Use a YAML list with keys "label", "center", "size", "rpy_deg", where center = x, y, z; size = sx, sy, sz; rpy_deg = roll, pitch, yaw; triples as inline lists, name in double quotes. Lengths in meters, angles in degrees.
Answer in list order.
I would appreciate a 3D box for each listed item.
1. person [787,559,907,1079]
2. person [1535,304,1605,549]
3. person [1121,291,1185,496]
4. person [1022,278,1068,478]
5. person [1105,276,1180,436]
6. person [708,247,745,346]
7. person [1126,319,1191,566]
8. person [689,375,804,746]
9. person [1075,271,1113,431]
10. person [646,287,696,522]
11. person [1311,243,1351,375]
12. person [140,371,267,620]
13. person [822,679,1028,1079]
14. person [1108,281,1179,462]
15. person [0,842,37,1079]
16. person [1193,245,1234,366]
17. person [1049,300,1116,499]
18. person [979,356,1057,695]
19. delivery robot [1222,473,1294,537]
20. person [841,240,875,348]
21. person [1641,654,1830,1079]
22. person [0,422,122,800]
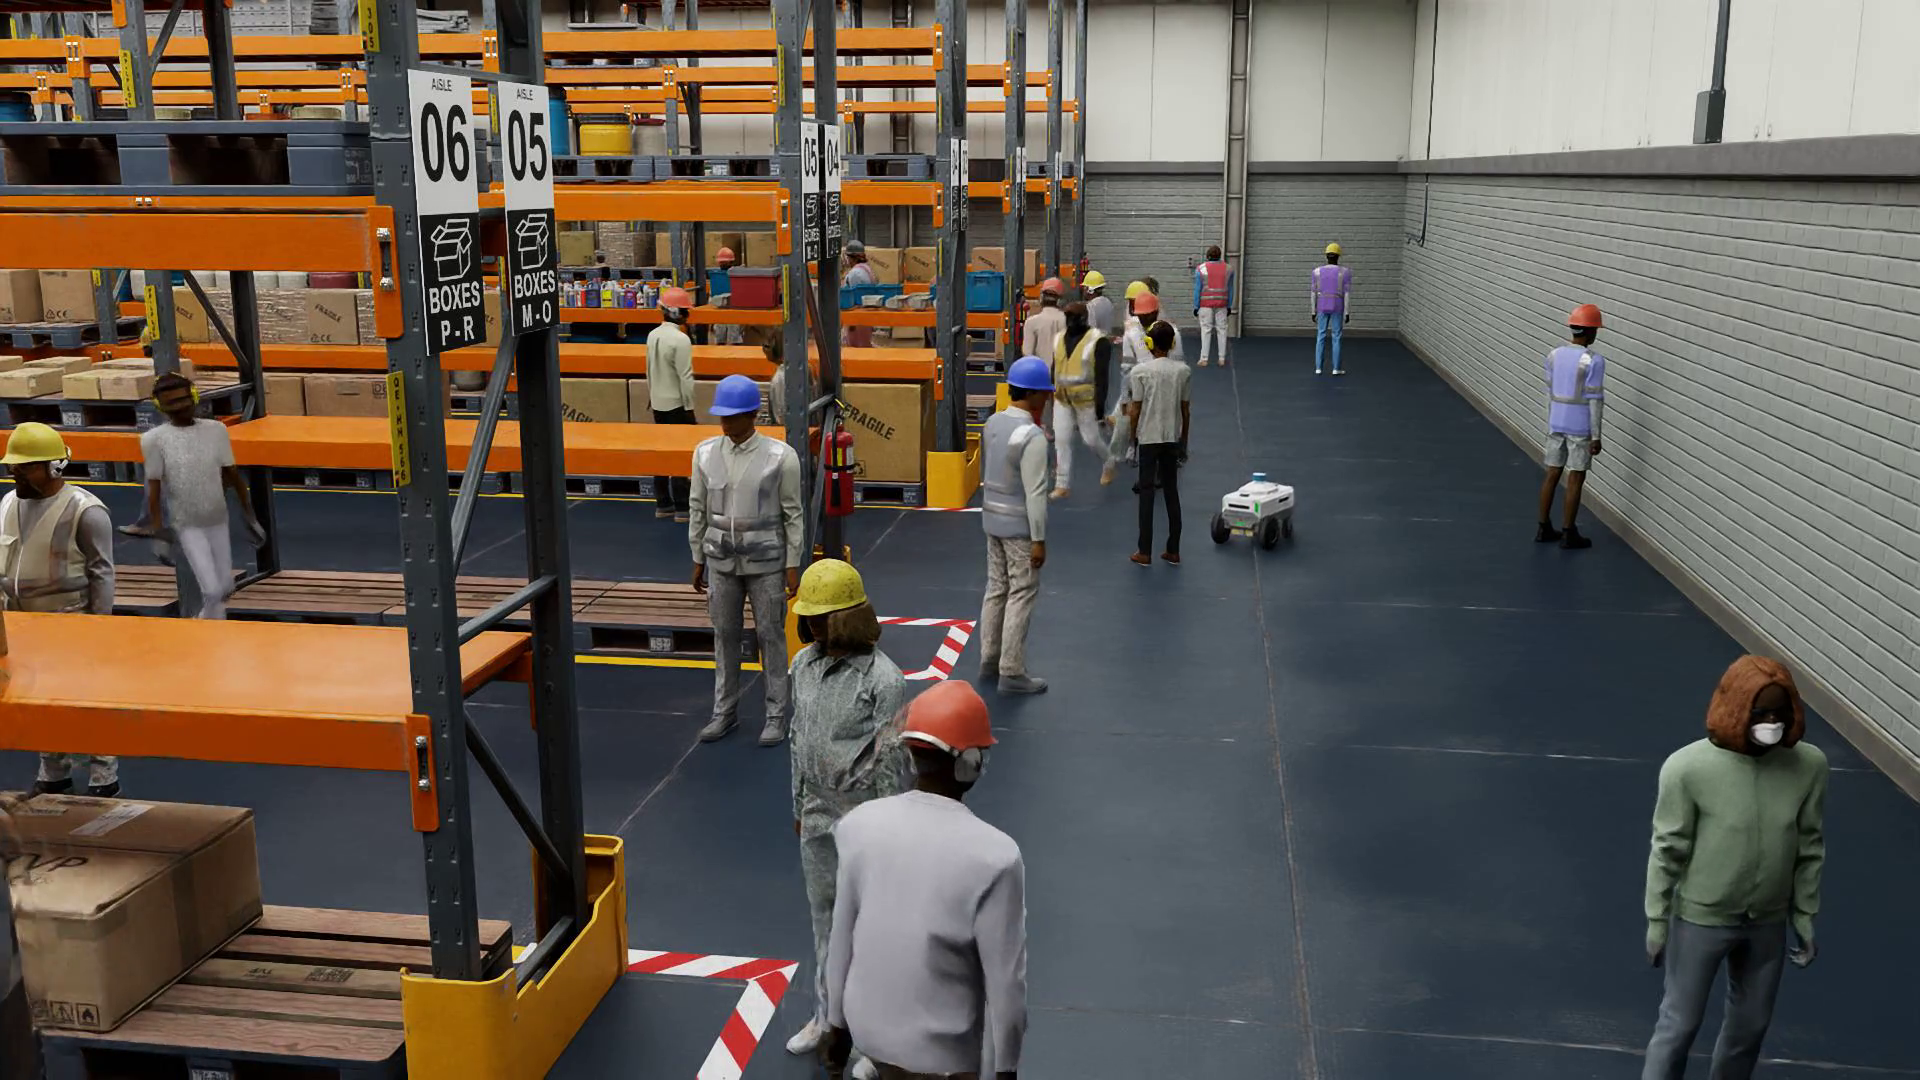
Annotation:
- label: "person"
  center: [-0.393, 0.907, 5.477]
  size: [0.483, 1.735, 0.311]
  rpy_deg: [10, 16, 37]
- label: "person"
  center: [4.879, -0.897, 13.177]
  size: [0.381, 1.929, 0.542]
  rpy_deg: [-6, 14, -25]
- label: "person"
  center: [1.769, -1.345, 15.307]
  size: [0.577, 1.870, 1.051]
  rpy_deg: [6, 14, 26]
- label: "person"
  center: [0.855, -1.595, 16.327]
  size: [0.617, 1.917, 1.084]
  rpy_deg: [-4, 13, -17]
- label: "person"
  center: [2.046, -2.035, 18.604]
  size: [0.752, 1.810, 0.708]
  rpy_deg: [-6, 14, -25]
- label: "person"
  center: [-3.179, -3.012, 22.704]
  size: [0.545, 1.938, 0.359]
  rpy_deg: [3, 13, 14]
- label: "person"
  center: [1.503, -0.729, 12.591]
  size: [0.497, 1.861, 0.330]
  rpy_deg: [-4, 13, -19]
- label: "person"
  center: [-1.112, 0.109, 8.597]
  size: [0.615, 1.943, 0.401]
  rpy_deg: [3, 13, 14]
- label: "person"
  center: [1.529, -2.166, 19.119]
  size: [0.403, 1.834, 0.589]
  rpy_deg: [6, 14, 24]
- label: "person"
  center: [-2.433, -1.154, 14.203]
  size: [0.401, 1.986, 0.612]
  rpy_deg: [-11, 16, -40]
- label: "person"
  center: [5.436, -3.380, 24.388]
  size: [0.585, 1.928, 0.365]
  rpy_deg: [6, 14, 25]
- label: "person"
  center: [-4.421, -0.081, 9.729]
  size: [0.648, 1.828, 0.596]
  rpy_deg: [10, 16, 38]
- label: "person"
  center: [-0.139, 1.226, 4.113]
  size: [0.578, 1.707, 0.776]
  rpy_deg: [9, 16, 36]
- label: "person"
  center: [1.856, -1.665, 16.790]
  size: [1.004, 1.874, 0.610]
  rpy_deg: [12, 17, 43]
- label: "person"
  center: [-2.189, 1.166, 3.729]
  size: [0.806, 2.005, 0.619]
  rpy_deg: [-12, 17, -43]
- label: "person"
  center: [3.882, -3.594, 25.549]
  size: [0.624, 1.845, 0.430]
  rpy_deg: [-1, 13, -6]
- label: "person"
  center: [1.135, -1.297, 15.269]
  size: [0.626, 1.820, 0.760]
  rpy_deg: [9, 15, 35]
- label: "person"
  center: [0.340, -0.083, 9.500]
  size: [0.413, 1.934, 0.604]
  rpy_deg: [-6, 14, -26]
- label: "delivery robot"
  center: [2.399, -0.295, 13.373]
  size: [0.477, 0.478, 0.707]
  rpy_deg: [9, 15, 35]
- label: "person"
  center: [-1.438, -3.081, 22.780]
  size: [0.535, 2.000, 0.684]
  rpy_deg: [3, 13, 13]
- label: "person"
  center: [2.232, 1.108, 4.828]
  size: [0.499, 1.624, 0.288]
  rpy_deg: [-1, 13, -6]
- label: "person"
  center: [-4.196, 0.362, 7.710]
  size: [0.590, 1.833, 0.404]
  rpy_deg: [3, 13, 15]
